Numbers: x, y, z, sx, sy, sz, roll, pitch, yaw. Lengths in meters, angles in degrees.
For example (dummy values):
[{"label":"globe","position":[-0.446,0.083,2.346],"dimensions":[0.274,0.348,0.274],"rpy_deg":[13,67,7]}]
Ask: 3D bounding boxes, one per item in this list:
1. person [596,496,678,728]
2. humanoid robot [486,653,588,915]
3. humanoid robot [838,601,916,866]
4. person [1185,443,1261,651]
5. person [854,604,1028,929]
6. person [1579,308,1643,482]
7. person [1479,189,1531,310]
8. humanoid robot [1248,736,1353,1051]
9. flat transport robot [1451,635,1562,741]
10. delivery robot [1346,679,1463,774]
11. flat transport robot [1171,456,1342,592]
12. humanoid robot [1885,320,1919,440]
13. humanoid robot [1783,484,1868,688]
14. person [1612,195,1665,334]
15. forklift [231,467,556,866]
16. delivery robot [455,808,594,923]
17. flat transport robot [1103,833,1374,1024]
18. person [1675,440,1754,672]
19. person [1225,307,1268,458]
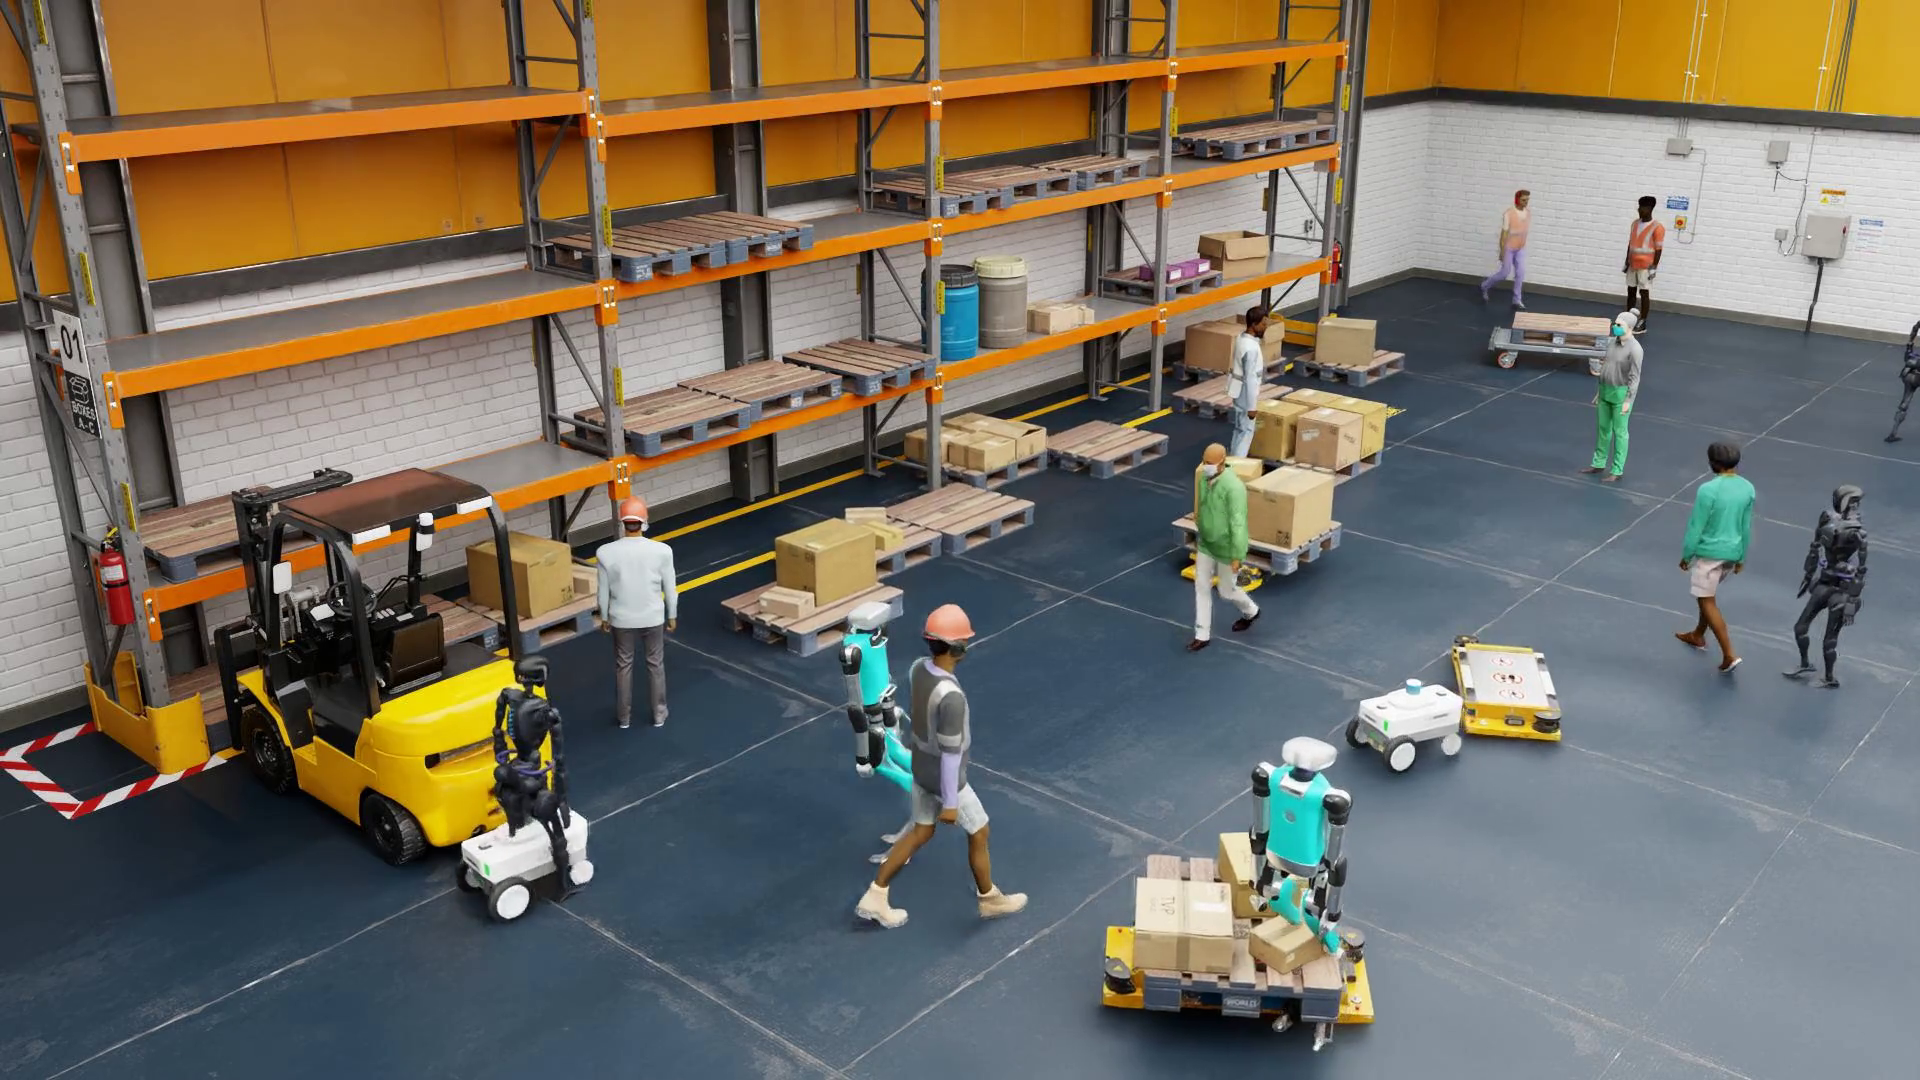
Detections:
[{"label":"person","position":[-2.322,0.523,12.010],"dimensions":[0.573,1.740,0.350],"rpy_deg":[-3,21,-9]},{"label":"humanoid robot","position":[-2.537,1.424,9.723],"dimensions":[0.614,1.651,0.623],"rpy_deg":[15,25,35]},{"label":"humanoid robot","position":[-0.334,1.191,10.016],"dimensions":[0.735,1.673,0.533],"rpy_deg":[7,21,18]},{"label":"person","position":[2.136,0.032,13.346],"dimensions":[0.702,1.754,0.561],"rpy_deg":[-16,25,-36]},{"label":"person","position":[-0.137,1.318,9.510],"dimensions":[1.002,1.991,0.607],"rpy_deg":[-8,22,-21]},{"label":"person","position":[6.863,-1.526,17.421],"dimensions":[0.340,1.839,0.508],"rpy_deg":[-7,22,-19]},{"label":"person","position":[8.410,-4.470,25.438],"dimensions":[0.567,1.816,0.773],"rpy_deg":[-12,23,-30]},{"label":"humanoid robot","position":[1.817,1.784,8.607],"dimensions":[0.539,1.803,0.658],"rpy_deg":[16,26,37]},{"label":"flat transport robot","position":[4.106,1.107,12.552],"dimensions":[0.659,0.231,1.431],"rpy_deg":[4,21,11]},{"label":"delivery robot","position":[3.144,1.283,11.689],"dimensions":[0.818,0.614,0.499],"rpy_deg":[-9,22,-22]},{"label":"flat transport robot","position":[2.685,0.140,15.171],"dimensions":[0.659,0.231,1.431],"rpy_deg":[16,26,37]},{"label":"humanoid robot","position":[10.906,-1.923,18.802],"dimensions":[0.786,1.627,0.604],"rpy_deg":[-10,23,-26]},{"label":"humanoid robot","position":[6.605,0.358,12.559],"dimensions":[0.418,1.651,0.599],"rpy_deg":[-4,21,-10]},{"label":"person","position":[9.735,-3.943,23.786],"dimensions":[0.362,1.963,0.611],"rpy_deg":[-7,22,-19]},{"label":"forklift","position":[-3.730,0.710,10.856],"dimensions":[2.313,2.155,1.214],"rpy_deg":[17,26,38]},{"label":"delivery robot","position":[-2.610,1.889,10.007],"dimensions":[0.782,0.586,0.499],"rpy_deg":[-17,26,-39]},{"label":"flat transport robot","position":[1.520,2.353,9.175],"dimensions":[1.431,0.231,0.659],"rpy_deg":[2,20,7]},{"label":"person","position":[5.948,0.123,12.999],"dimensions":[0.509,1.812,0.839],"rpy_deg":[-7,21,-17]},{"label":"person","position":[2.956,-1.479,17.202],"dimensions":[0.408,1.906,0.596],"rpy_deg":[0,20,-1]}]
